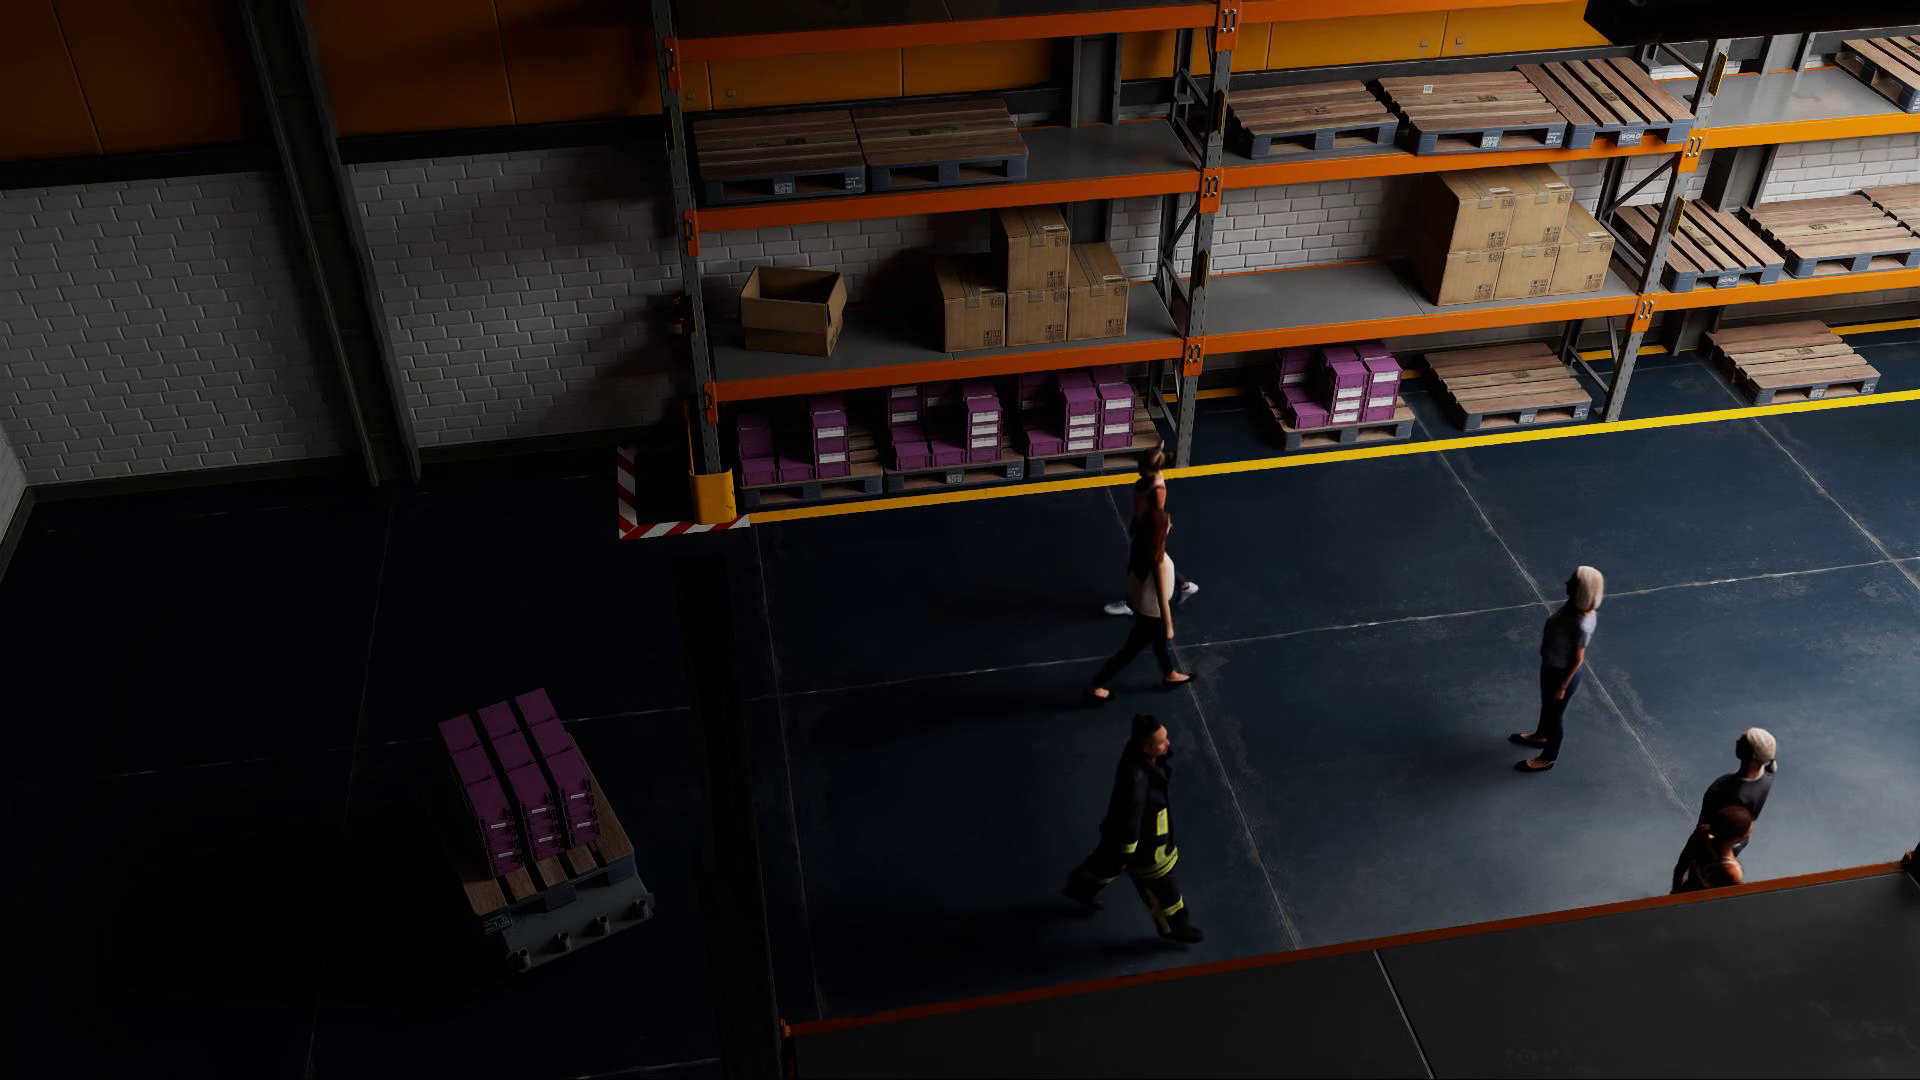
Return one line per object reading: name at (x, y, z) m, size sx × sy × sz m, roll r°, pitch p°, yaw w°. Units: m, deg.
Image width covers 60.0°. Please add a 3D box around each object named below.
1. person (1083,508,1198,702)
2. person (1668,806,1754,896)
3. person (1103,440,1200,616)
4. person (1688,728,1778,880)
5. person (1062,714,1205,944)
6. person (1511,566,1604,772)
person at (1.230, 0.504, 11.651) m, size 1.102 × 1.683 × 0.615 m, roll -8°, pitch 39°, yaw -9°
person at (4.162, 2.162, 9.488) m, size 0.557 × 1.791 × 0.574 m, roll -9°, pitch 39°, yaw -11°
person at (1.501, -0.079, 12.411) m, size 1.001 × 1.646 × 0.691 m, roll 4°, pitch 39°, yaw 5°
person at (4.604, 1.781, 10.017) m, size 0.643 × 1.726 × 0.750 m, roll -31°, pitch 48°, yaw -33°
person at (0.998, 1.706, 10.035) m, size 1.282 × 1.822 × 1.050 m, roll 9°, pitch 39°, yaw 11°
person at (4.047, 0.857, 11.178) m, size 0.612 × 1.721 × 0.650 m, roll 5°, pitch 39°, yaw 6°
